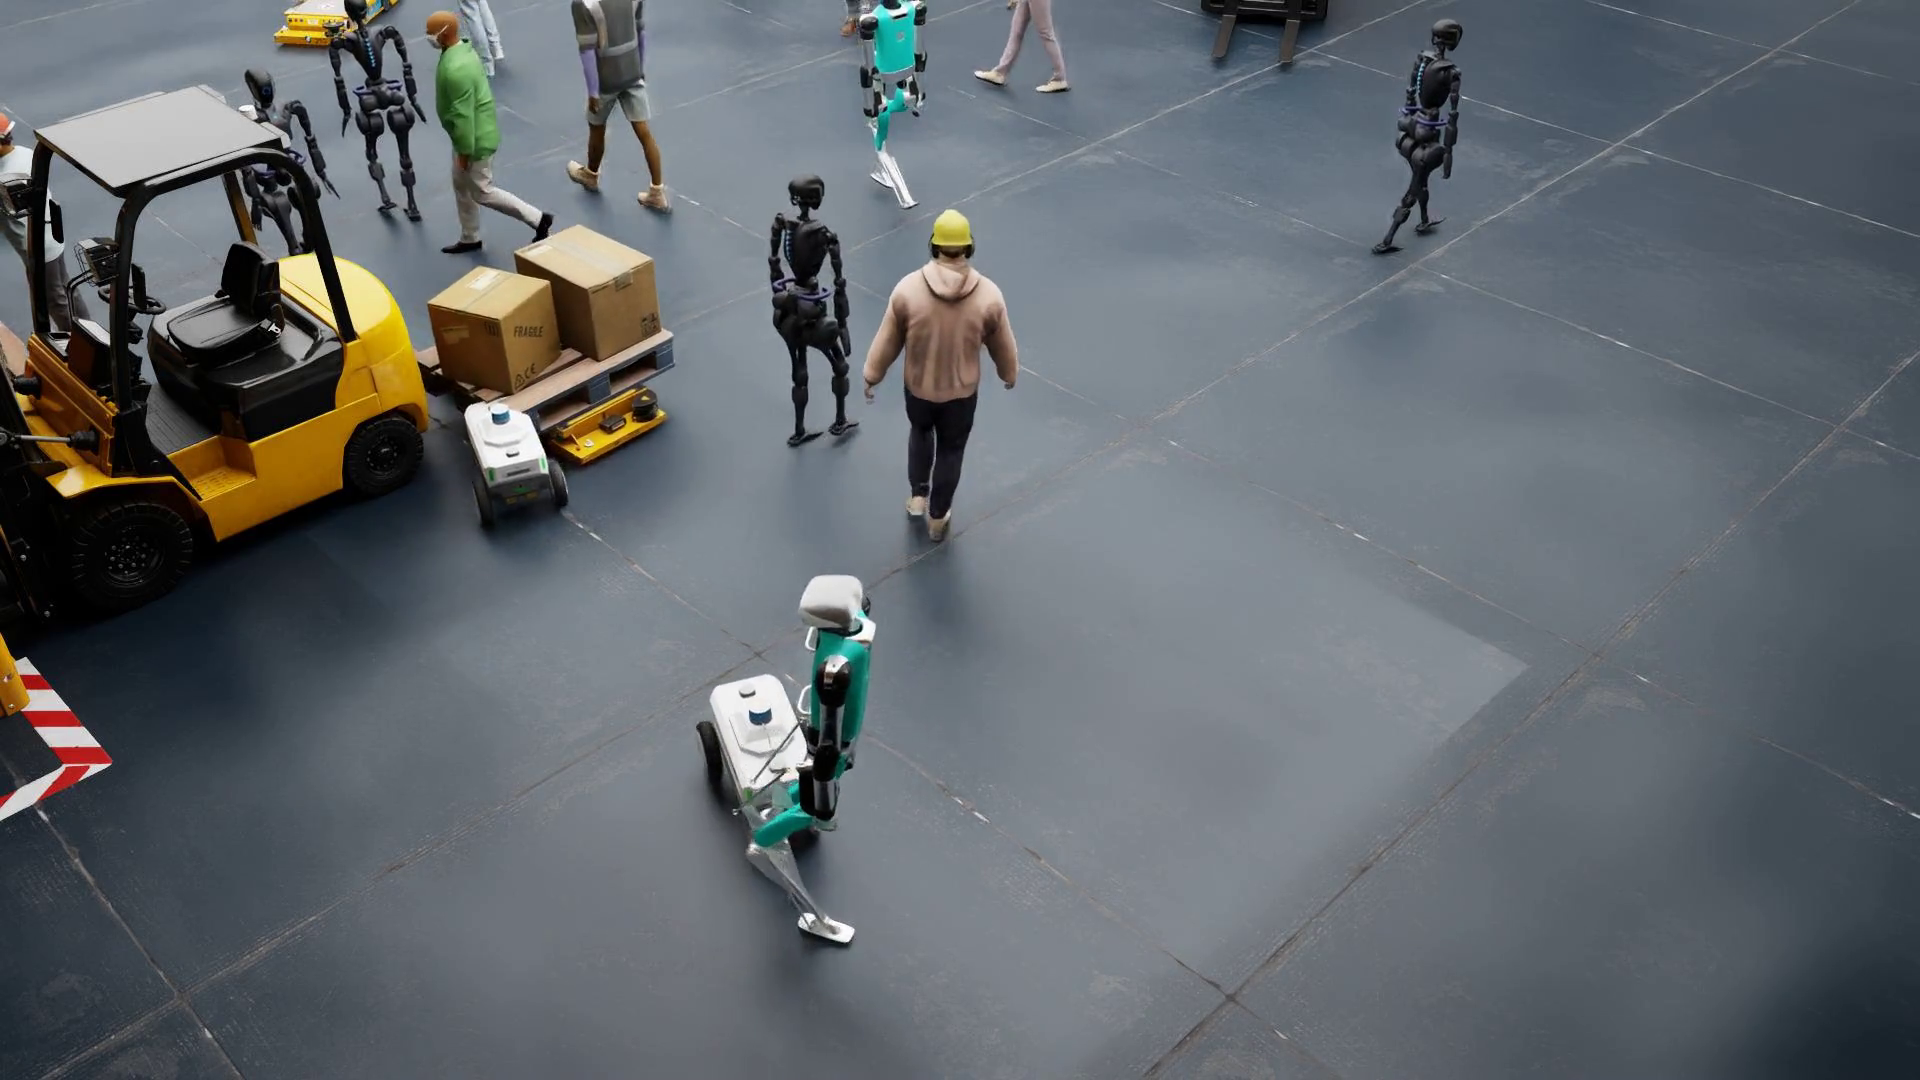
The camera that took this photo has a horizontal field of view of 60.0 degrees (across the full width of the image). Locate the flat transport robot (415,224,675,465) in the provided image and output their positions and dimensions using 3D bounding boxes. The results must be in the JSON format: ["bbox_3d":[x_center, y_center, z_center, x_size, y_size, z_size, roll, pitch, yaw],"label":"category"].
[{"bbox_3d":[-2.525,-0.919,10.227,1.431,0.231,0.659,27,45,32],"label":"flat transport robot"}]

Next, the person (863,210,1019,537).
[{"bbox_3d":[-0.101,-0.844,8.823,0.808,1.824,0.513,2,37,3],"label":"person"}]

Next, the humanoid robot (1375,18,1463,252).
[{"bbox_3d":[3.298,-2.825,11.622,0.739,1.628,0.598,-14,39,-18],"label":"humanoid robot"}]

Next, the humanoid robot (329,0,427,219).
[{"bbox_3d":[-4.176,-3.121,11.995,0.602,1.646,0.404,-18,40,-22],"label":"humanoid robot"}]

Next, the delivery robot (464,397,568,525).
[{"bbox_3d":[-2.549,-0.472,9.399,0.499,0.607,0.790,-15,39,-19],"label":"delivery robot"}]

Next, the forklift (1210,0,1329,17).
[{"bbox_3d":[3.106,-6.400,15.960,1.214,2.155,2.313,8,37,10],"label":"forklift"}]

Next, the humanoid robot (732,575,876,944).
[{"bbox_3d":[-0.671,0.907,6.595,0.721,1.837,0.543,4,37,5],"label":"humanoid robot"}]

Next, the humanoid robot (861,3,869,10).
[{"bbox_3d":[-0.789,-5.629,15.401,0.738,1.903,0.547,8,37,10],"label":"humanoid robot"}]

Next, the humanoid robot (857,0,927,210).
[{"bbox_3d":[-0.561,-3.266,12.136,0.558,1.735,1.008,-22,42,-26],"label":"humanoid robot"}]

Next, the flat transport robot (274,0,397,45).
[{"bbox_3d":[-5.852,-5.005,15.697,0.659,0.231,1.431,4,37,6],"label":"flat transport robot"}]

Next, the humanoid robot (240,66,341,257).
[{"bbox_3d":[-4.441,-2.346,11.006,0.724,1.652,0.610,29,45,33],"label":"humanoid robot"}]

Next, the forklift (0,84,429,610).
[{"bbox_3d":[-4.145,-1.093,8.856,2.313,2.155,1.214,-31,47,-34],"label":"forklift"}]

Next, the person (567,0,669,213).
[{"bbox_3d":[-2.572,-3.421,12.136,1.017,1.995,0.632,29,46,33],"label":"person"}]

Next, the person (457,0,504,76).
[{"bbox_3d":[-4.238,-4.921,14.217,0.493,1.903,0.599,27,44,31],"label":"person"}]

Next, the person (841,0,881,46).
[{"bbox_3d":[-0.822,-5.341,14.785,0.650,1.906,0.444,17,40,22],"label":"person"}]

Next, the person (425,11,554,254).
[{"bbox_3d":[-3.319,-2.794,11.489,0.751,1.759,0.549,-9,38,-12],"label":"person"}]

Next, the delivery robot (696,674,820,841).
[{"bbox_3d":[-0.889,0.952,7.495,0.499,0.608,0.793,-12,39,-16],"label":"delivery robot"}]

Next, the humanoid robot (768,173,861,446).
[{"bbox_3d":[-0.867,-1.324,9.605,0.609,1.645,0.480,25,44,30],"label":"humanoid robot"}]

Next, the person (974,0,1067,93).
[{"bbox_3d":[0.551,-4.592,13.927,0.830,1.723,0.531,-1,37,-1],"label":"person"}]

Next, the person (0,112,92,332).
[{"bbox_3d":[-5.685,-1.821,10.199,0.344,1.744,0.574,-9,38,-12],"label":"person"}]
